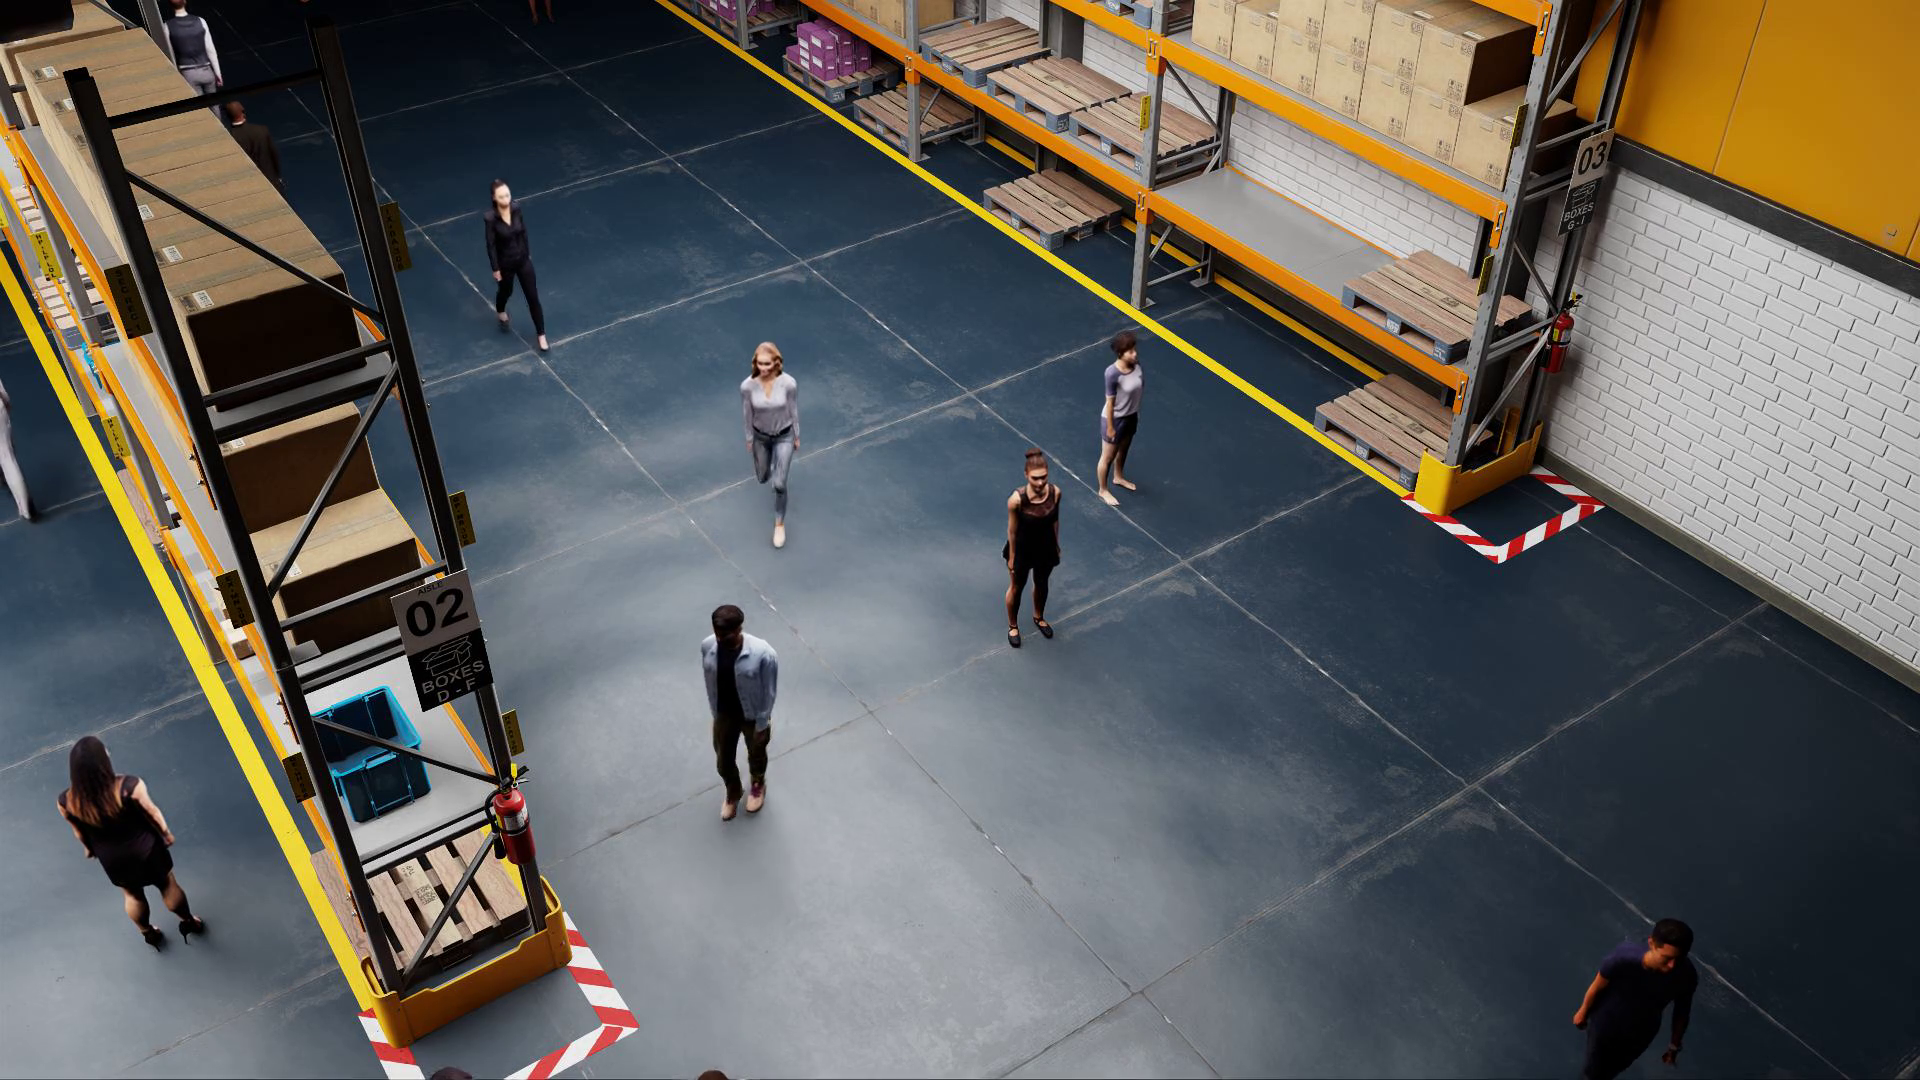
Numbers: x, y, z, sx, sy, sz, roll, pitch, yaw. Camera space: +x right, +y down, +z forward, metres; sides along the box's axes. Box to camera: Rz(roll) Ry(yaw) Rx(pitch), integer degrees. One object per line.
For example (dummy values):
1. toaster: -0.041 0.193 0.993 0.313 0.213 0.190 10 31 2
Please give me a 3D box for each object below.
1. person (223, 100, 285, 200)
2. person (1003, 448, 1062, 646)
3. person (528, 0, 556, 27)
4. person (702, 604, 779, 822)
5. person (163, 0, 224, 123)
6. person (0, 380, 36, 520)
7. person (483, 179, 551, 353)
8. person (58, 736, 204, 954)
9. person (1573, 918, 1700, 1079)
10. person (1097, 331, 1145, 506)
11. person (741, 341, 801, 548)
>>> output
1. person: -6.866 -3.392 16.405 0.695 1.865 1.212 -22 44 -25
2. person: 0.543 0.047 12.251 0.635 1.675 0.634 -13 40 -16
3. person: -5.579 -7.634 21.847 0.635 1.703 0.583 -14 41 -16
4. person: -1.391 1.060 10.889 0.814 1.791 0.877 8 39 10
5. person: -8.508 -5.149 18.579 0.724 1.897 1.201 -21 43 -24
6. person: -7.850 -0.923 13.424 0.685 1.727 1.102 -28 46 -30
7. person: -4.230 -2.586 15.546 0.692 1.676 1.083 -29 47 -32
8. person: -4.976 1.840 9.971 0.733 1.718 0.717 -10 40 -12
9. person: 3.605 2.560 9.024 0.897 1.775 0.957 7 39 9
10. person: 1.319 -1.035 13.693 0.600 1.566 0.616 27 46 30
11. person: -1.487 -0.842 13.283 0.938 1.776 1.071 0 39 0
